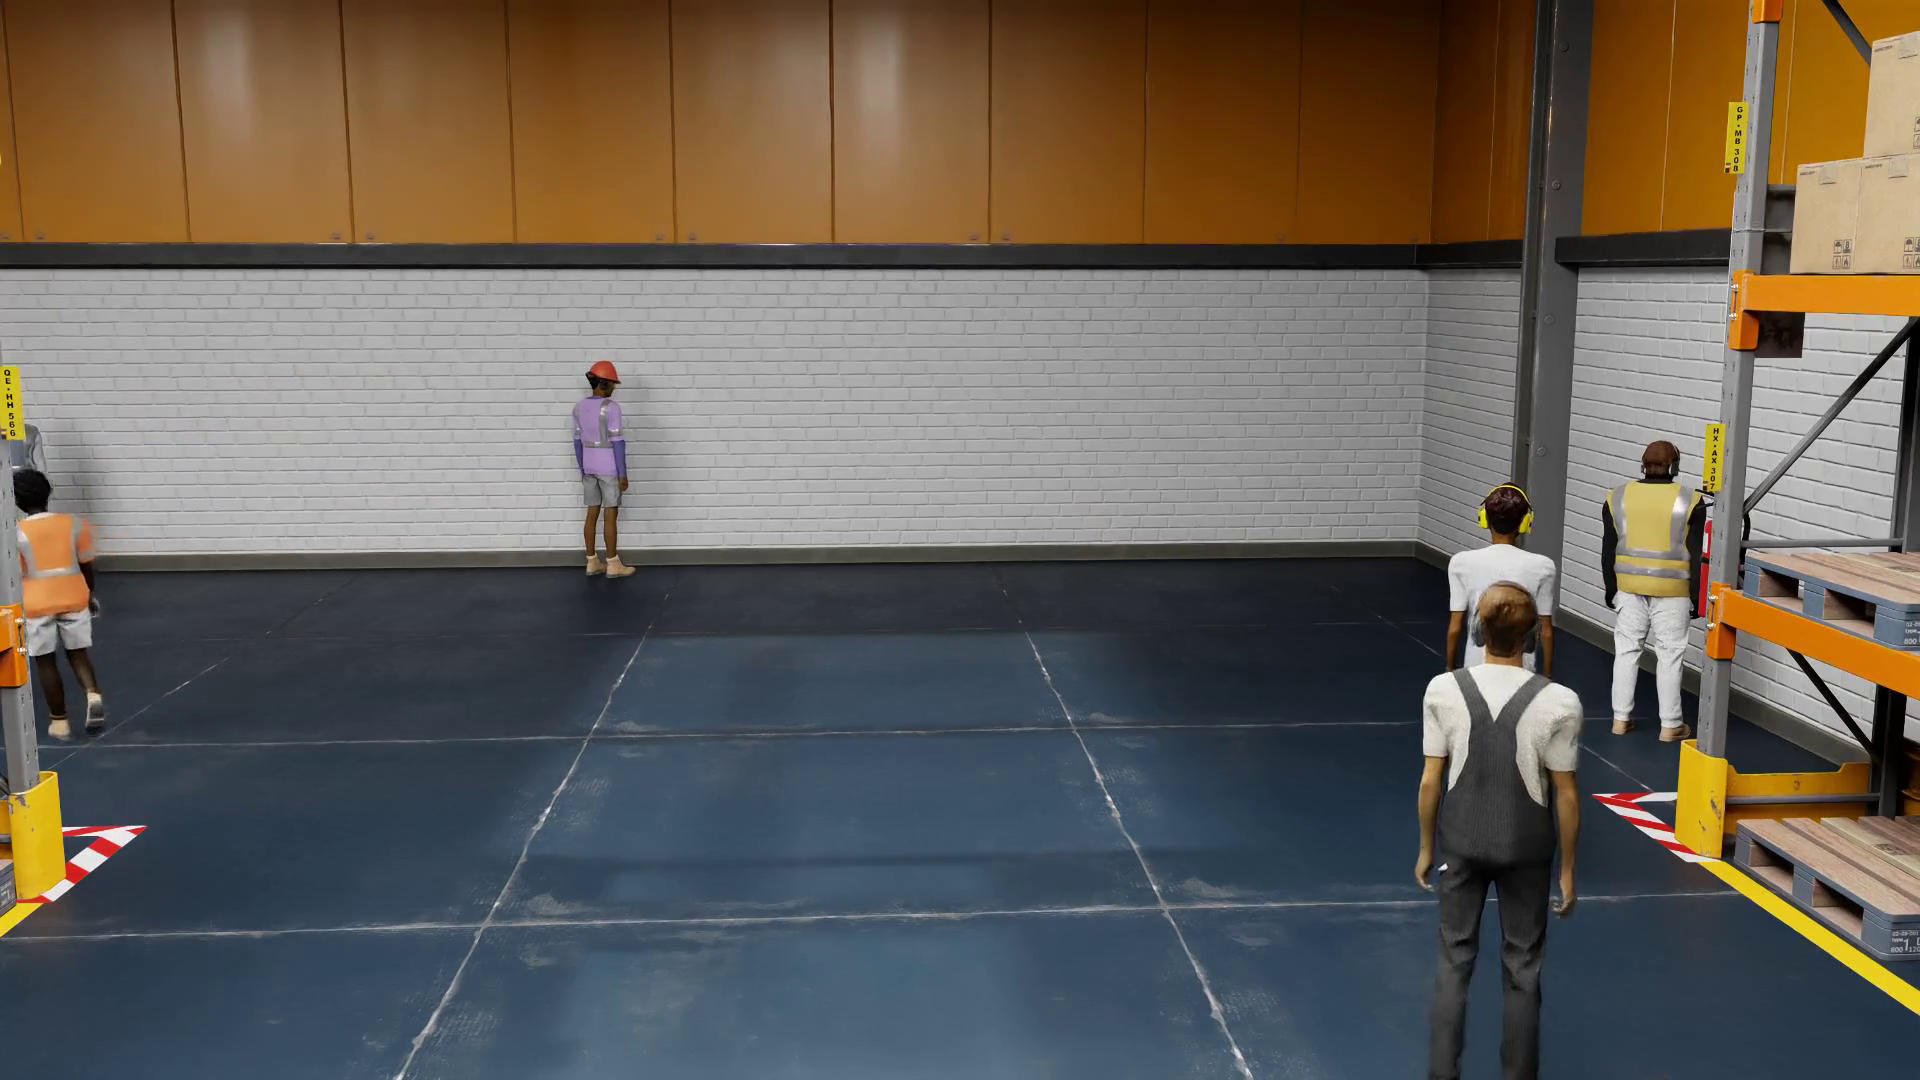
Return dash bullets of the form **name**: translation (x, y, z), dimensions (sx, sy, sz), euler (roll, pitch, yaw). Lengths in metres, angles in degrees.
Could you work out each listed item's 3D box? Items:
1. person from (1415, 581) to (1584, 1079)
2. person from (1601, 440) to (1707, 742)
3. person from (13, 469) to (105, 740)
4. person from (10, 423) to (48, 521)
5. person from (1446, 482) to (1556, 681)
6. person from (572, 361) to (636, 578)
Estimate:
- **person**: translation (1.771, 1.052, 5.511), dimensions (0.529, 1.847, 0.495), euler (5, 10, 27)
- **person**: translation (4.247, 0.307, 10.174), dimensions (0.621, 1.839, 0.429), euler (7, 12, 39)
- **person**: translation (-5.441, 0.405, 10.013), dimensions (0.498, 1.681, 0.555), euler (8, 12, 41)
- **person**: translation (-8.466, -0.436, 14.841), dimensions (0.588, 1.835, 0.403), euler (-6, 11, -32)
- **person**: translation (2.538, 0.661, 7.837), dimensions (0.519, 1.874, 0.327), euler (3, 10, 21)
- **person**: translation (-3.345, -0.662, 15.639), dimensions (0.605, 2.034, 0.392), euler (6, 11, 34)
